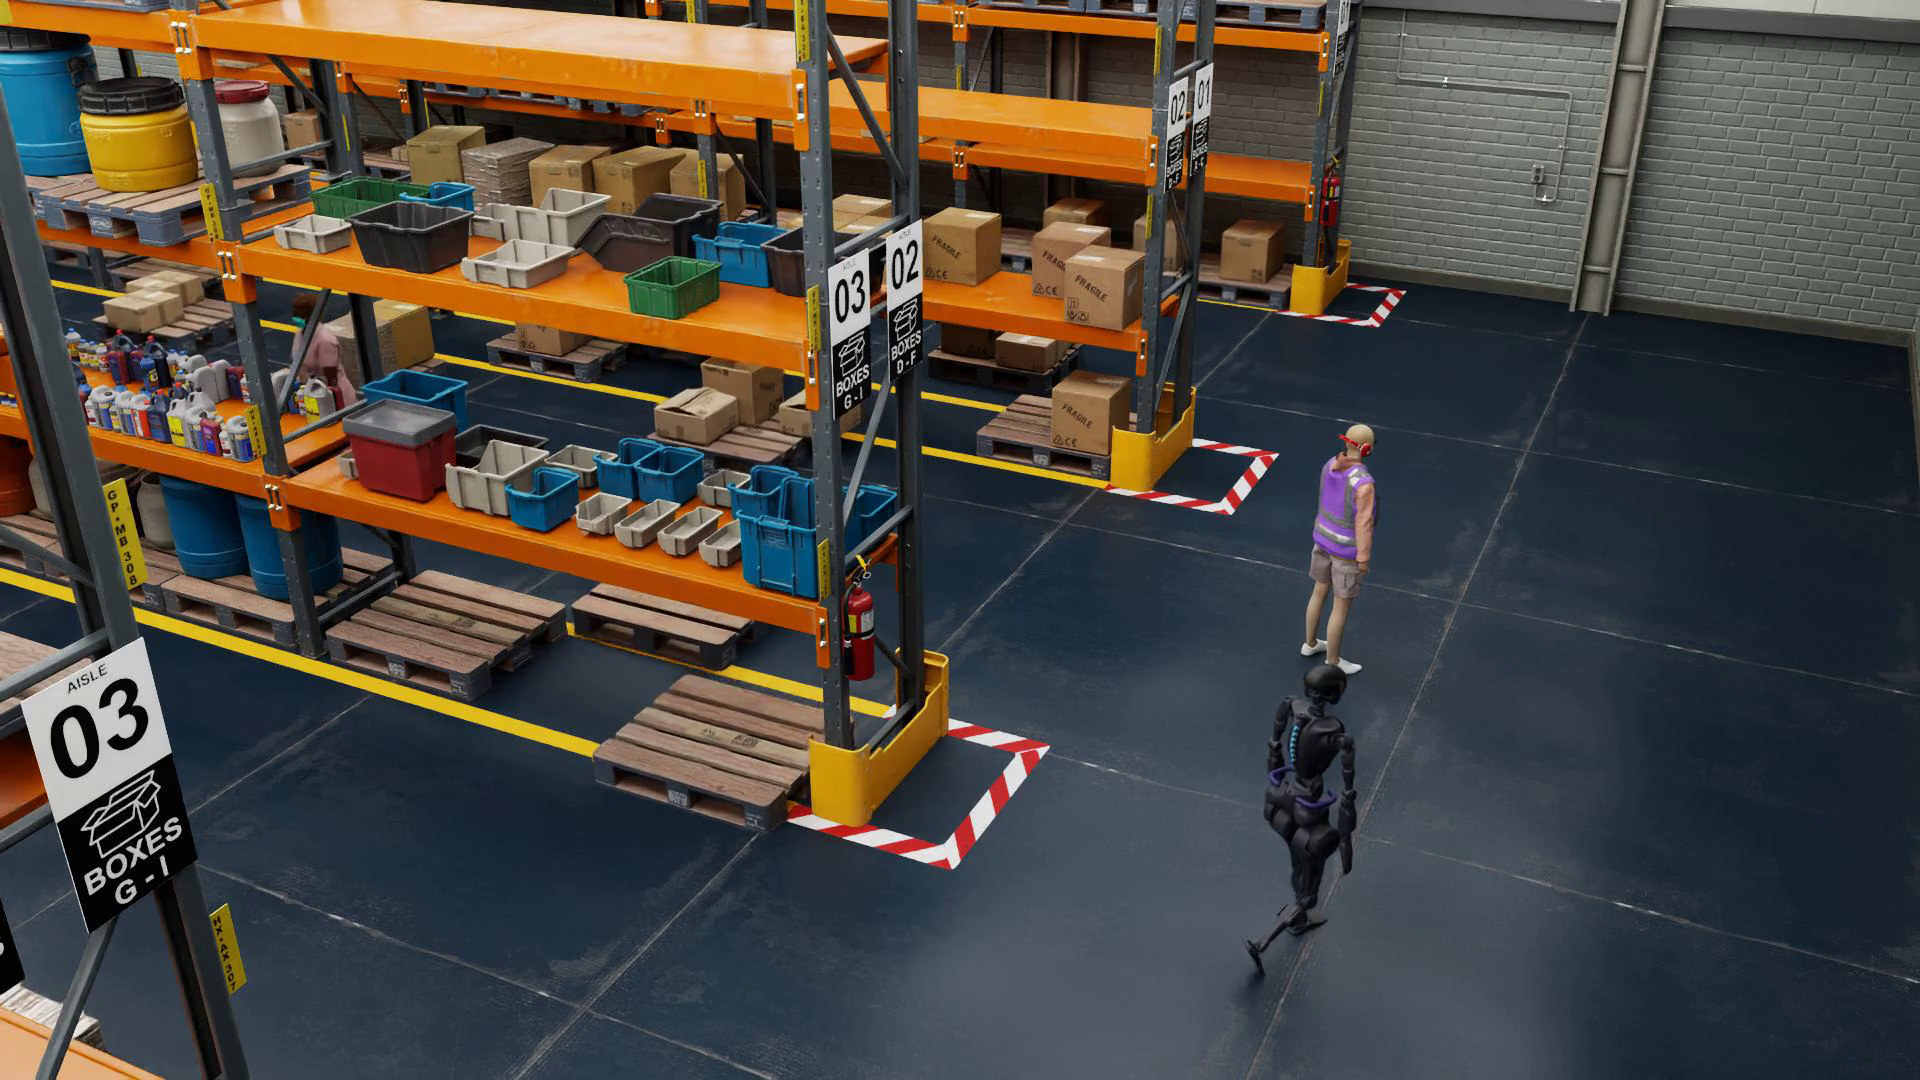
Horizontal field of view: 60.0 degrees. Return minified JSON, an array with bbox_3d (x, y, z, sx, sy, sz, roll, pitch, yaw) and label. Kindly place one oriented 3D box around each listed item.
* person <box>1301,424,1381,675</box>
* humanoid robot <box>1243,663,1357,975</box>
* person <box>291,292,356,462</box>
[{"bbox_3d":[2.431,0.057,10.591,0.352,1.688,0.489,-11,28,-21],"label":"person"},{"bbox_3d":[1.626,1.323,8.063,0.688,1.637,0.611,-16,30,-29],"label":"humanoid robot"},{"bbox_3d":[-4.853,-1.057,12.725,0.558,1.786,0.353,22,34,37],"label":"person"}]
